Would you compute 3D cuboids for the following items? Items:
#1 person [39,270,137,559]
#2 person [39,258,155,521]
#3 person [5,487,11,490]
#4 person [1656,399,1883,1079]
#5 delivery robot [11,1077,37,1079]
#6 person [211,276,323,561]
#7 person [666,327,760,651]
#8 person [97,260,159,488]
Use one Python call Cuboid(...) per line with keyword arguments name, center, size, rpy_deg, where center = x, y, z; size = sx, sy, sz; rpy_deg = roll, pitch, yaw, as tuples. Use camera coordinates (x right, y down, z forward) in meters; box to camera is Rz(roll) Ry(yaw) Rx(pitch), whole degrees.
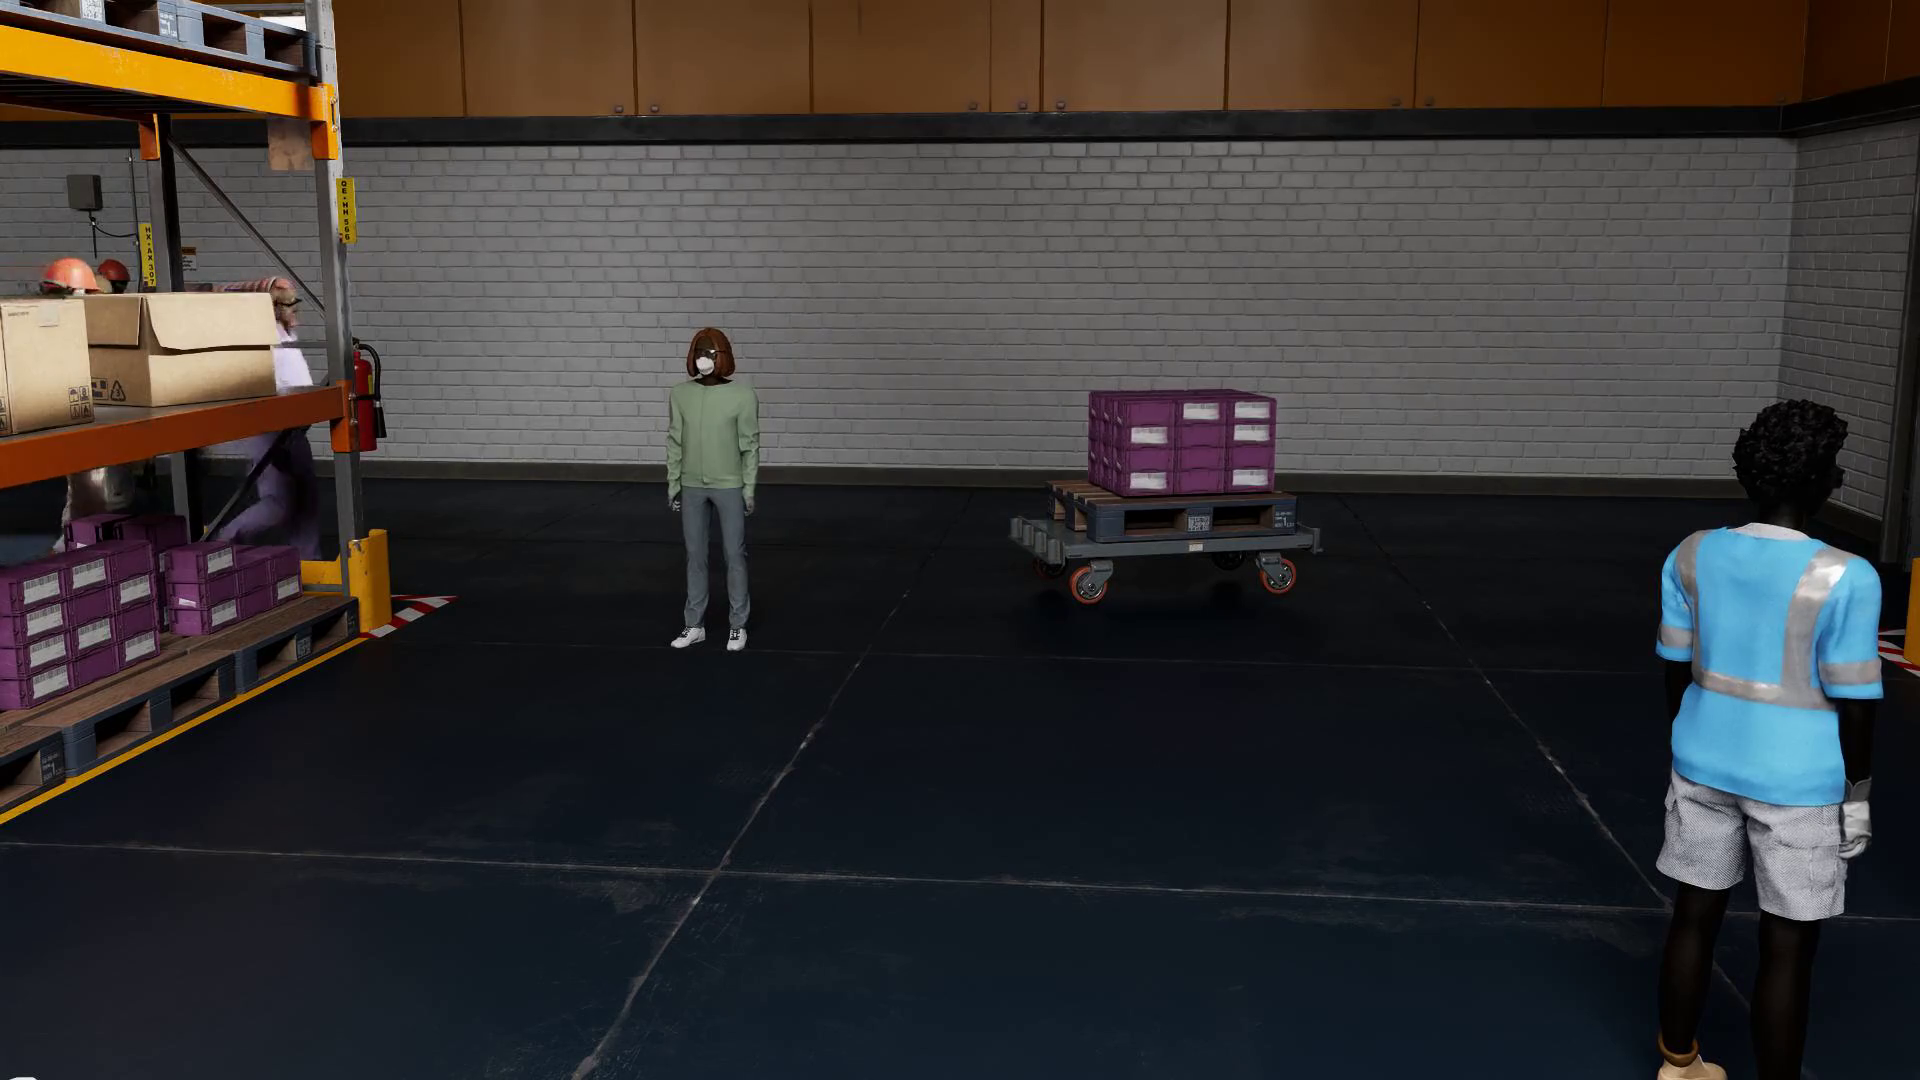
Cuboid(name="person", center=(-5.117, -0.613, 9.716), size=(0.488, 1.904, 0.708), rpy_deg=(-9, 13, -41))
Cuboid(name="person", center=(-4.797, -0.566, 9.235), size=(0.634, 1.969, 0.696), rpy_deg=(4, 11, 23))
Cuboid(name="person", center=(-5.072, -0.419, 8.340), size=(0.382, 1.993, 0.622), rpy_deg=(7, 12, 35))
Cuboid(name="person", center=(1.803, 0.534, 3.743), size=(0.319, 1.696, 0.519), rpy_deg=(-5, 11, -29))
Cuboid(name="delivery robot", center=(-1.661, 1.199, 2.932), size=(0.707, 0.478, 0.477), rpy_deg=(9, 13, 42))
Cuboid(name="person", center=(-4.035, -0.594, 9.681), size=(0.759, 1.877, 0.646), rpy_deg=(-2, 10, -9))
Cuboid(name="person", center=(-1.255, -0.254, 8.423), size=(0.497, 1.636, 0.285), rpy_deg=(2, 10, 14))
Cuboid(name="person", center=(-7.043, -1.374, 13.975), size=(0.362, 1.936, 0.552), rpy_deg=(5, 11, 27))
